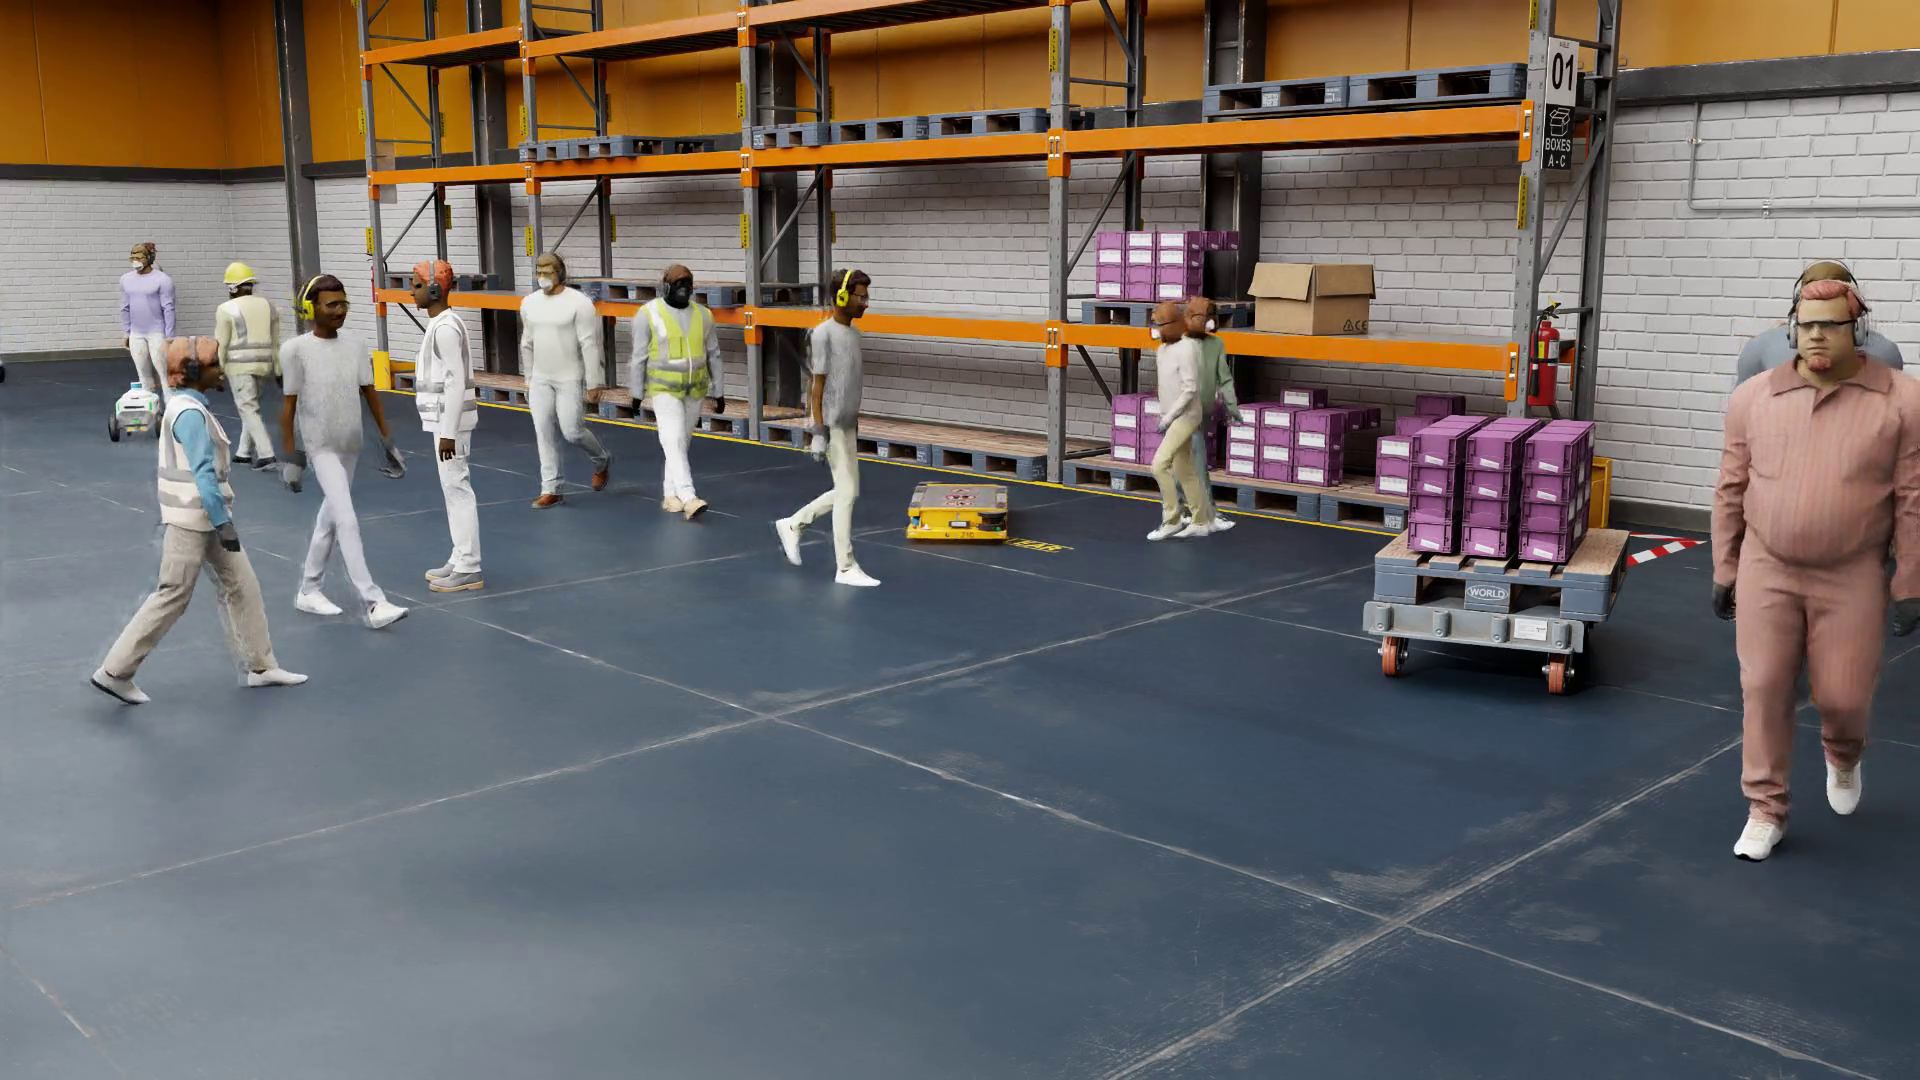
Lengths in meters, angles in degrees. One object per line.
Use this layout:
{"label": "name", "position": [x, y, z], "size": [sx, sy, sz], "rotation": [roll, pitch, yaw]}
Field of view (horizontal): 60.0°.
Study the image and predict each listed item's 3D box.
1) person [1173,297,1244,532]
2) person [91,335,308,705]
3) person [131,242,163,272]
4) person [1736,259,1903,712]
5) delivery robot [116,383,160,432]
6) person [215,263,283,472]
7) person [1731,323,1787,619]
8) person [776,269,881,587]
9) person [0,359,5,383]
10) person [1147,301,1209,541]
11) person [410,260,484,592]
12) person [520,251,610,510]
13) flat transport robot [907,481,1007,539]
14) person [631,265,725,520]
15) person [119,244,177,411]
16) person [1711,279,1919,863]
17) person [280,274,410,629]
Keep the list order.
{"label": "person", "position": [1.687, -0.855, 11.417], "size": [0.515, 1.597, 0.825], "rotation": [-9, 14, -40]}
{"label": "person", "position": [-3.369, -0.083, 7.204], "size": [0.828, 1.600, 0.521], "rotation": [-4, 11, -20]}
{"label": "person", "position": [-13.159, -3.891, 27.128], "size": [0.639, 1.908, 0.409], "rotation": [5, 12, 27]}
{"label": "person", "position": [3.587, -0.217, 7.050], "size": [0.626, 1.921, 0.515], "rotation": [6, 12, 29]}
{"label": "delivery robot", "position": [-8.193, -1.327, 16.579], "size": [0.477, 0.478, 0.707], "rotation": [-4, 11, -20]}
{"label": "person", "position": [-6.165, -1.492, 14.367], "size": [0.843, 1.797, 0.610], "rotation": [6, 12, 28]}
{"label": "person", "position": [4.142, -0.291, 8.377], "size": [0.497, 1.580, 0.888], "rotation": [1, 10, 4]}
{"label": "person", "position": [-0.777, -0.658, 9.717], "size": [0.709, 1.838, 0.534], "rotation": [5, 12, 25]}
{"label": "person", "position": [-13.114, -2.916, 22.234], "size": [0.576, 1.746, 0.537], "rotation": [8, 13, 36]}
{"label": "person", "position": [1.468, -0.767, 10.927], "size": [0.500, 1.594, 0.525], "rotation": [-2, 11, -13]}
{"label": "person", "position": [-2.928, -0.646, 9.504], "size": [0.339, 1.877, 0.581], "rotation": [-4, 11, -18]}
{"label": "person", "position": [-2.963, -1.207, 12.492], "size": [0.628, 1.914, 0.733], "rotation": [4, 11, 21]}
{"label": "flat transport robot", "position": [-0.004, -0.217, 11.558], "size": [0.652, 0.197, 1.431], "rotation": [0, 10, 1]}
{"label": "person", "position": [-1.955, -1.049, 11.896], "size": [0.657, 1.800, 0.934], "rotation": [-8, 13, -37]}
{"label": "person", "position": [-8.771, -2.227, 18.012], "size": [0.622, 1.932, 0.368], "rotation": [2, 11, 12]}
{"label": "person", "position": [2.808, 0.091, 5.465], "size": [0.656, 1.884, 0.648], "rotation": [8, 13, 36]}
{"label": "person", "position": [-3.210, -0.458, 8.652], "size": [0.958, 1.813, 0.532], "rotation": [6, 12, 31]}
